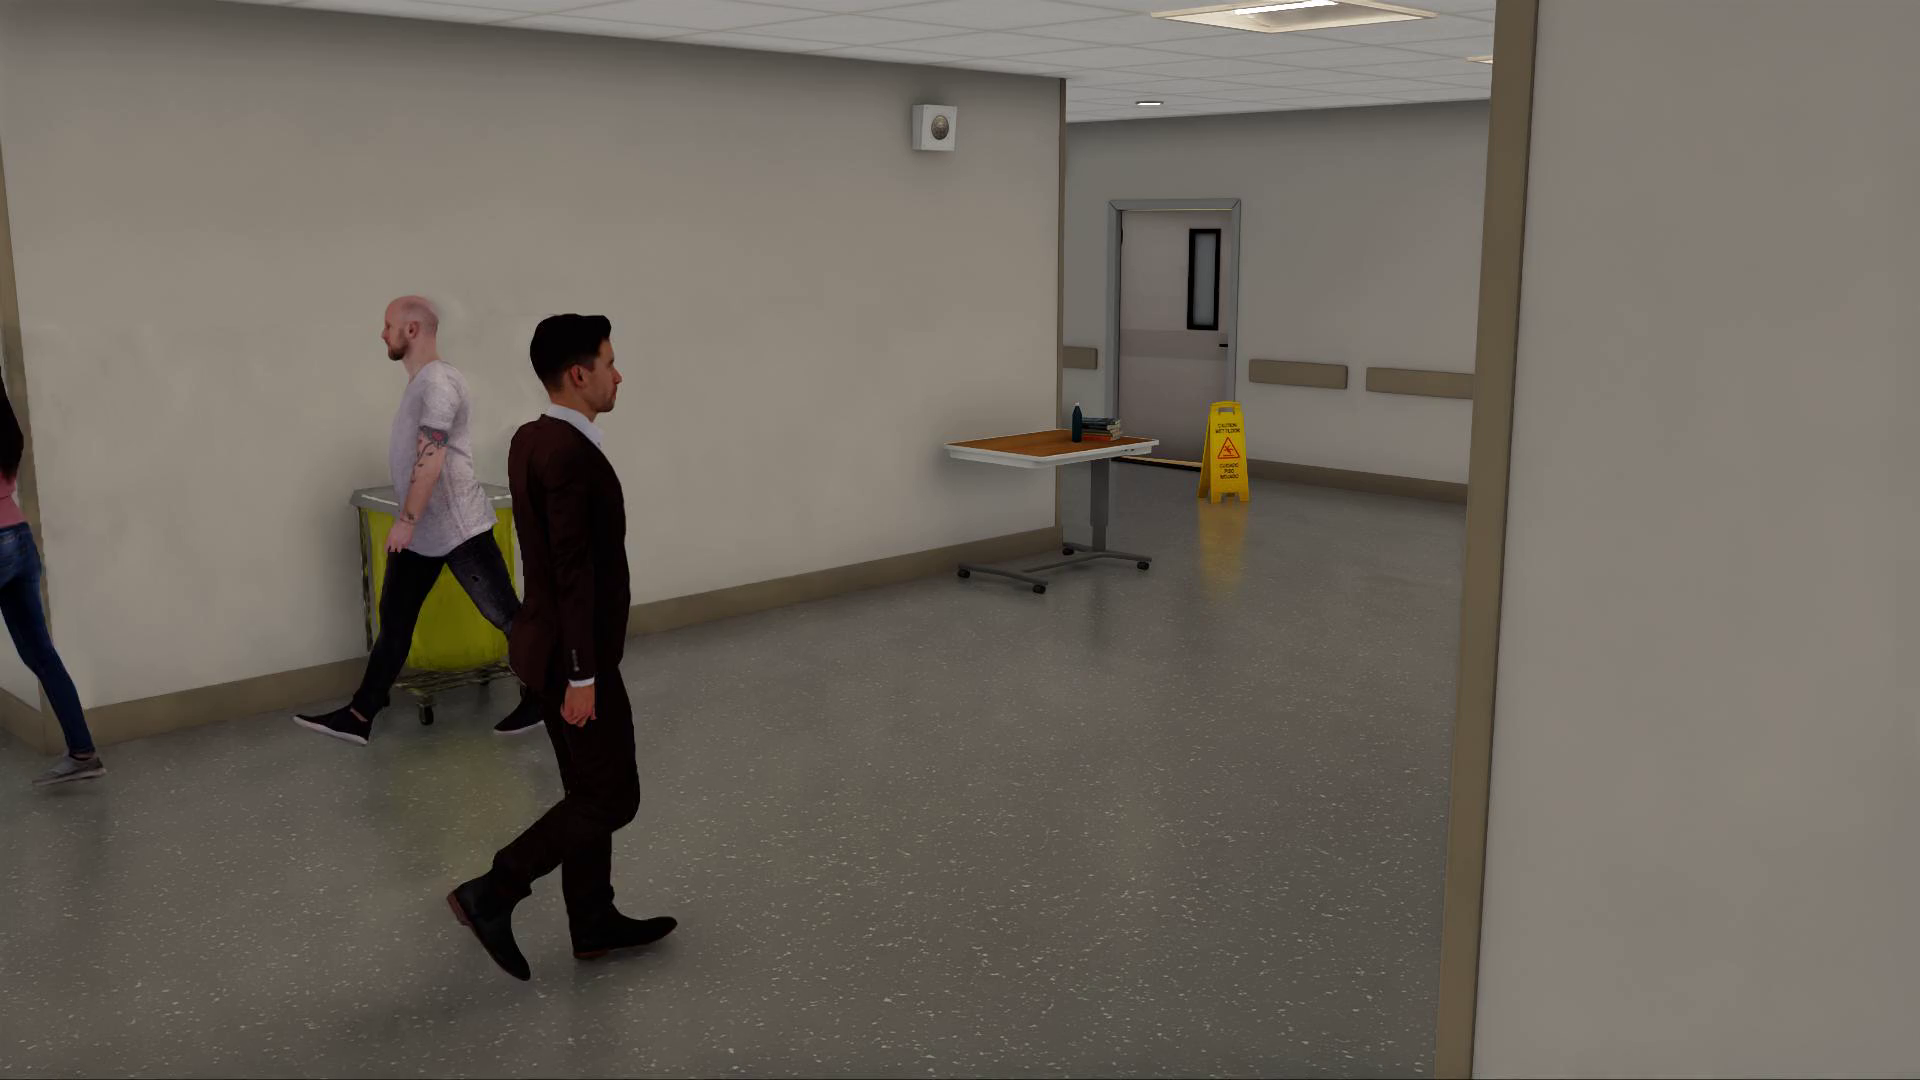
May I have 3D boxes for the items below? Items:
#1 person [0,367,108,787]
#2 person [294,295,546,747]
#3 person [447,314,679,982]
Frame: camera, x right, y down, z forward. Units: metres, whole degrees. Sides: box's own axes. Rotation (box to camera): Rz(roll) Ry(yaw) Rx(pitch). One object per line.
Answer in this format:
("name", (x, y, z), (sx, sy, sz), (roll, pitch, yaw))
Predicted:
("person", (-3.484, 0.104, 6.139), (1.145, 1.692, 1.044), (0, 11, 1))
("person", (-1.965, -0.034, 6.661), (0.910, 1.767, 1.224), (-8, 13, -35))
("person", (-1.141, 0.320, 4.572), (0.907, 1.852, 0.945), (-6, 12, -28))
